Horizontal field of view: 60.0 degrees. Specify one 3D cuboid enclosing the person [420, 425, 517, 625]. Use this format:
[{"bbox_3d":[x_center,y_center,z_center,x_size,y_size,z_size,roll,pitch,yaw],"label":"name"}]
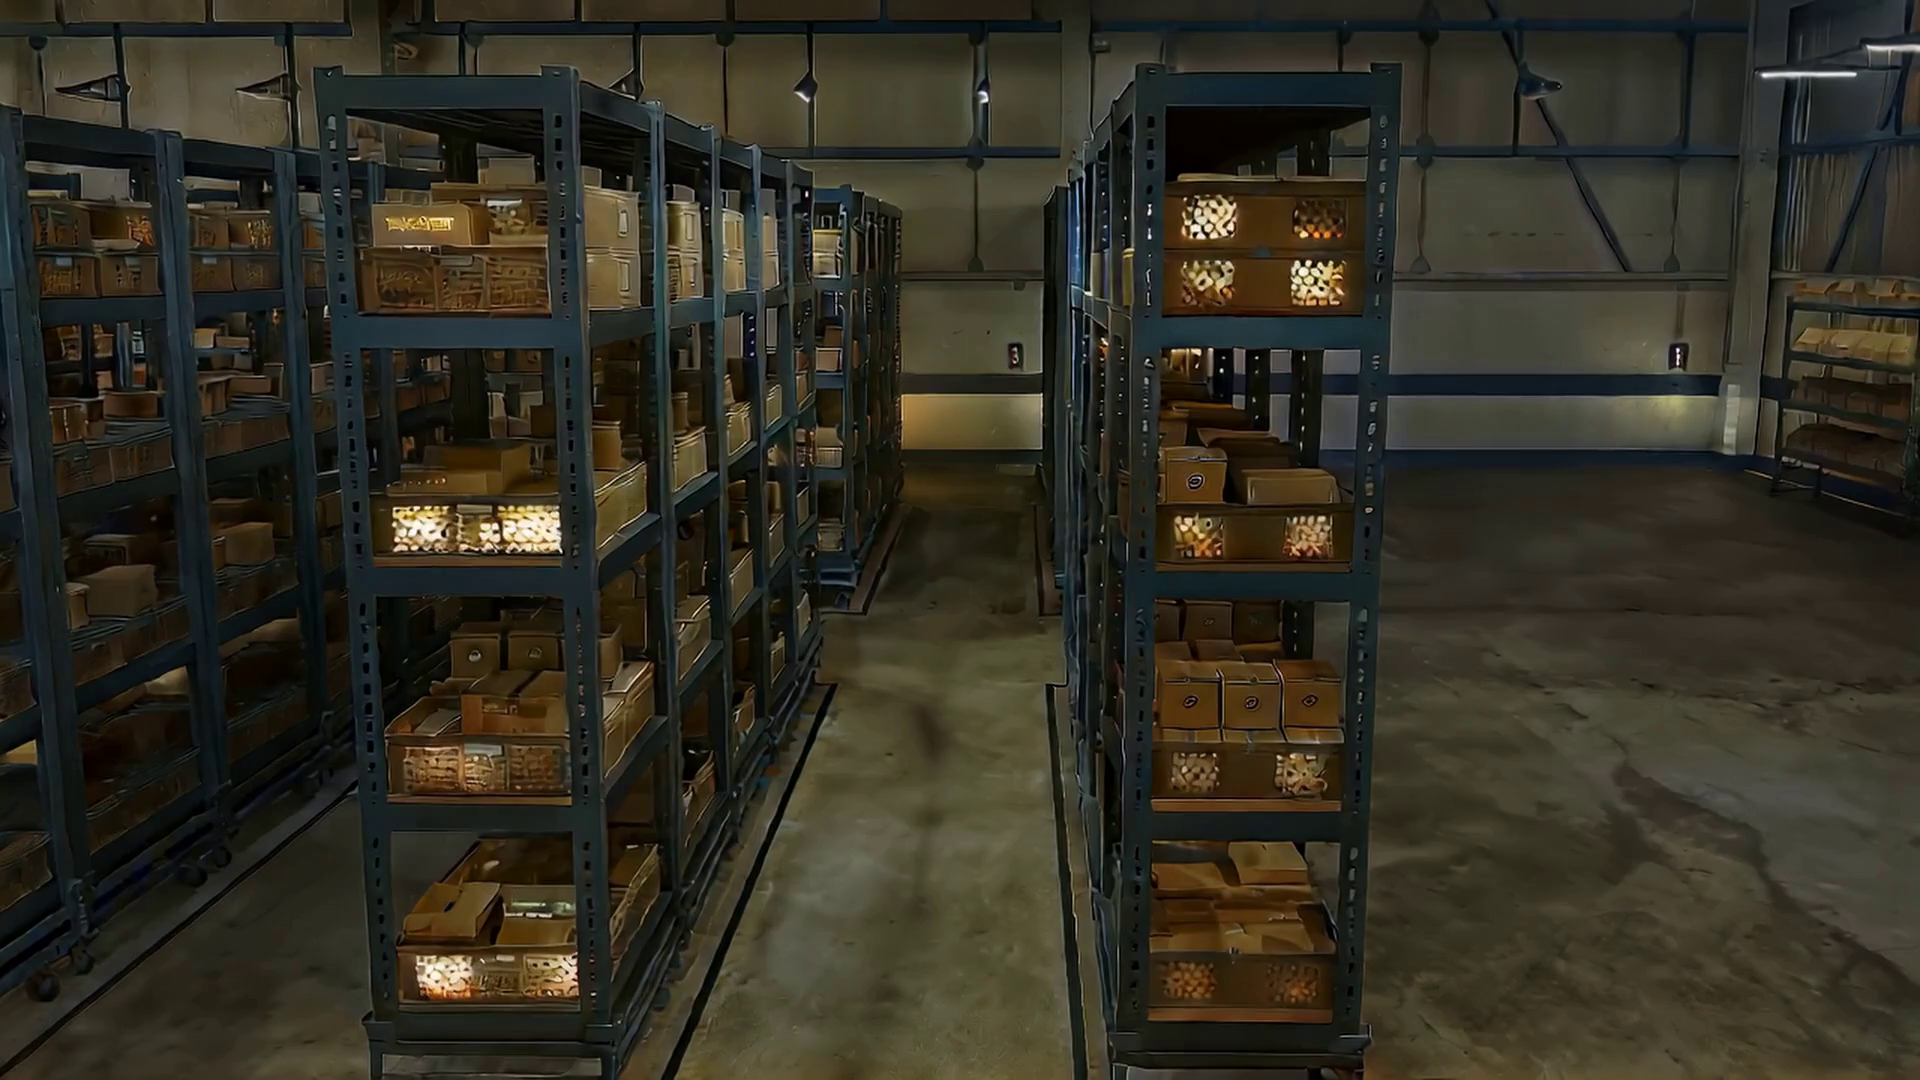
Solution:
[{"bbox_3d":[-4.039,-0.176,13.521,0.739,1.824,0.580,2,10,11],"label":"person"}]
